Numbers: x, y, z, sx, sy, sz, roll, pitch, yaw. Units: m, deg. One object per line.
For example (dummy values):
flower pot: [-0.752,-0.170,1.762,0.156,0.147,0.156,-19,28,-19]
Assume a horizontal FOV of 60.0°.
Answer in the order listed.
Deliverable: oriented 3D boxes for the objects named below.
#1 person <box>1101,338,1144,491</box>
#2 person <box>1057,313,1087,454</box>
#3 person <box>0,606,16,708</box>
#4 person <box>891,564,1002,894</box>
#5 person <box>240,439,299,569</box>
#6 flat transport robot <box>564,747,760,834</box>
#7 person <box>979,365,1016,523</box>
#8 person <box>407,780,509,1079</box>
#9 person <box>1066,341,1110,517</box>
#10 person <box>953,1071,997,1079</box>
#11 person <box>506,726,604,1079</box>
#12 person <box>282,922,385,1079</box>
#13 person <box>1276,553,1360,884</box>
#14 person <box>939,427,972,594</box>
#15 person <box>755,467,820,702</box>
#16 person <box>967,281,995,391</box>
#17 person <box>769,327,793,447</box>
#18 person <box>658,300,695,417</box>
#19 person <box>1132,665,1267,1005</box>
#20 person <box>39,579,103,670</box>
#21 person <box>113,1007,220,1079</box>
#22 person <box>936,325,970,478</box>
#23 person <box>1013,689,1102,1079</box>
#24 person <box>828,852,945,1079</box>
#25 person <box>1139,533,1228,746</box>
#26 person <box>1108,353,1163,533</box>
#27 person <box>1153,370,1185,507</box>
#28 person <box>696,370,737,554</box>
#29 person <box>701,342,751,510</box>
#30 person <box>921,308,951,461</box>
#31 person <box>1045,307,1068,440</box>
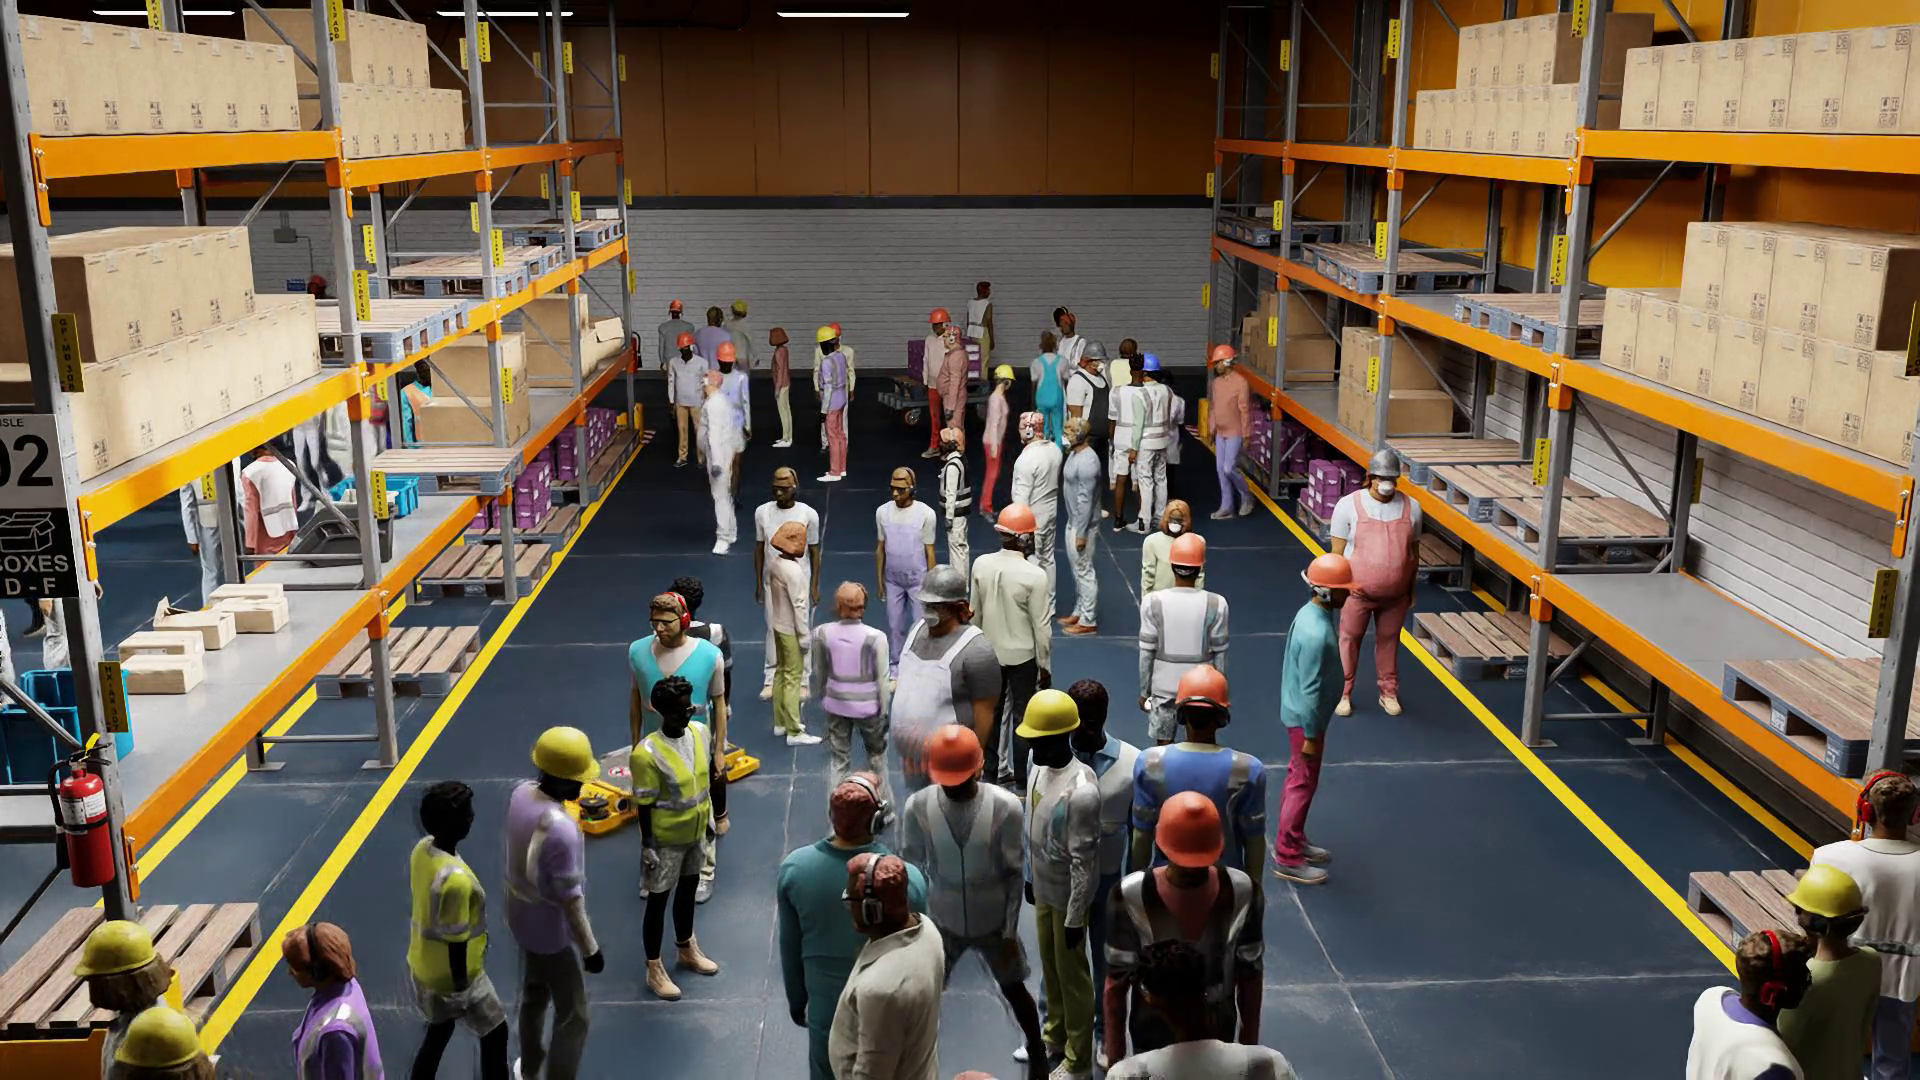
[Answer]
person: [2.001,-1.506,20.029,0.623,1.844,0.430,6,15,22]
person: [1.471,-2.094,22.276,0.373,1.878,0.587,-9,17,-33]
person: [-6.052,1.012,10.084,0.608,1.865,0.988,-12,18,-38]
person: [-0.130,1.127,9.294,0.538,2.000,0.684,-14,20,-43]
person: [-5.851,-0.050,14.190,0.396,1.908,0.599,4,15,15]
flat transport robot: [-2.079,1.567,11.094,0.652,0.197,1.431,12,18,39]
person: [0.419,-1.073,18.526,0.393,1.750,0.594,1,14,5]
person: [-2.212,1.840,7.224,0.565,1.670,0.555,-11,18,-36]
person: [1.470,-1.209,18.464,0.535,2.000,0.682,8,16,29]
person: [0.080,2.380,4.678,0.642,1.899,0.397,-12,19,-40]
person: [-1.849,1.691,7.440,0.394,1.888,0.801,-9,17,-33]
person: [-2.249,2.152,6.091,0.312,1.632,0.526,-6,15,-21]
person: [2.091,1.037,9.773,0.410,1.986,0.615,3,15,11]
person: [-0.043,-0.242,15.485,0.314,1.632,0.516,2,14,8]
person: [-1.327,0.338,12.780,0.506,1.847,0.350,2,14,7]
person: [0.327,-3.247,26.870,0.391,1.838,0.563,-12,19,-39]
person: [-2.449,-2.085,22.715,0.267,1.632,0.507,1,14,4]
person: [-4.237,-2.719,24.963,0.564,1.751,0.342,-3,15,-10]
person: [1.088,1.557,7.618,0.605,2.036,0.389,3,15,13]
person: [-6.735,0.354,12.547,0.372,1.934,0.627,2,14,9]
person: [-2.436,2.299,5.322,0.387,1.733,0.493,1,14,4]
person: [-0.095,-1.722,20.746,0.410,1.909,0.643,2,14,6]
person: [0.444,1.601,7.678,0.396,1.920,0.587,-5,15,-18]
person: [-0.272,2.030,6.047,0.403,1.897,0.654,3,15,11]
person: [1.382,0.907,10.364,0.547,1.937,0.379,2,14,7]
person: [1.891,-1.043,17.992,0.598,1.958,0.370,4,15,15]
person: [2.288,-1.141,18.965,0.541,1.659,0.785,0,14,1]
person: [-2.545,-0.819,17.299,0.396,1.864,0.769,1,14,2]
person: [-2.680,-1.309,19.101,0.588,1.919,0.529,-5,15,-18]
person: [-0.250,-2.040,21.817,0.626,1.992,0.387,11,18,38]
person: [1.374,-2.299,23.089,0.534,1.868,0.310,9,17,31]
